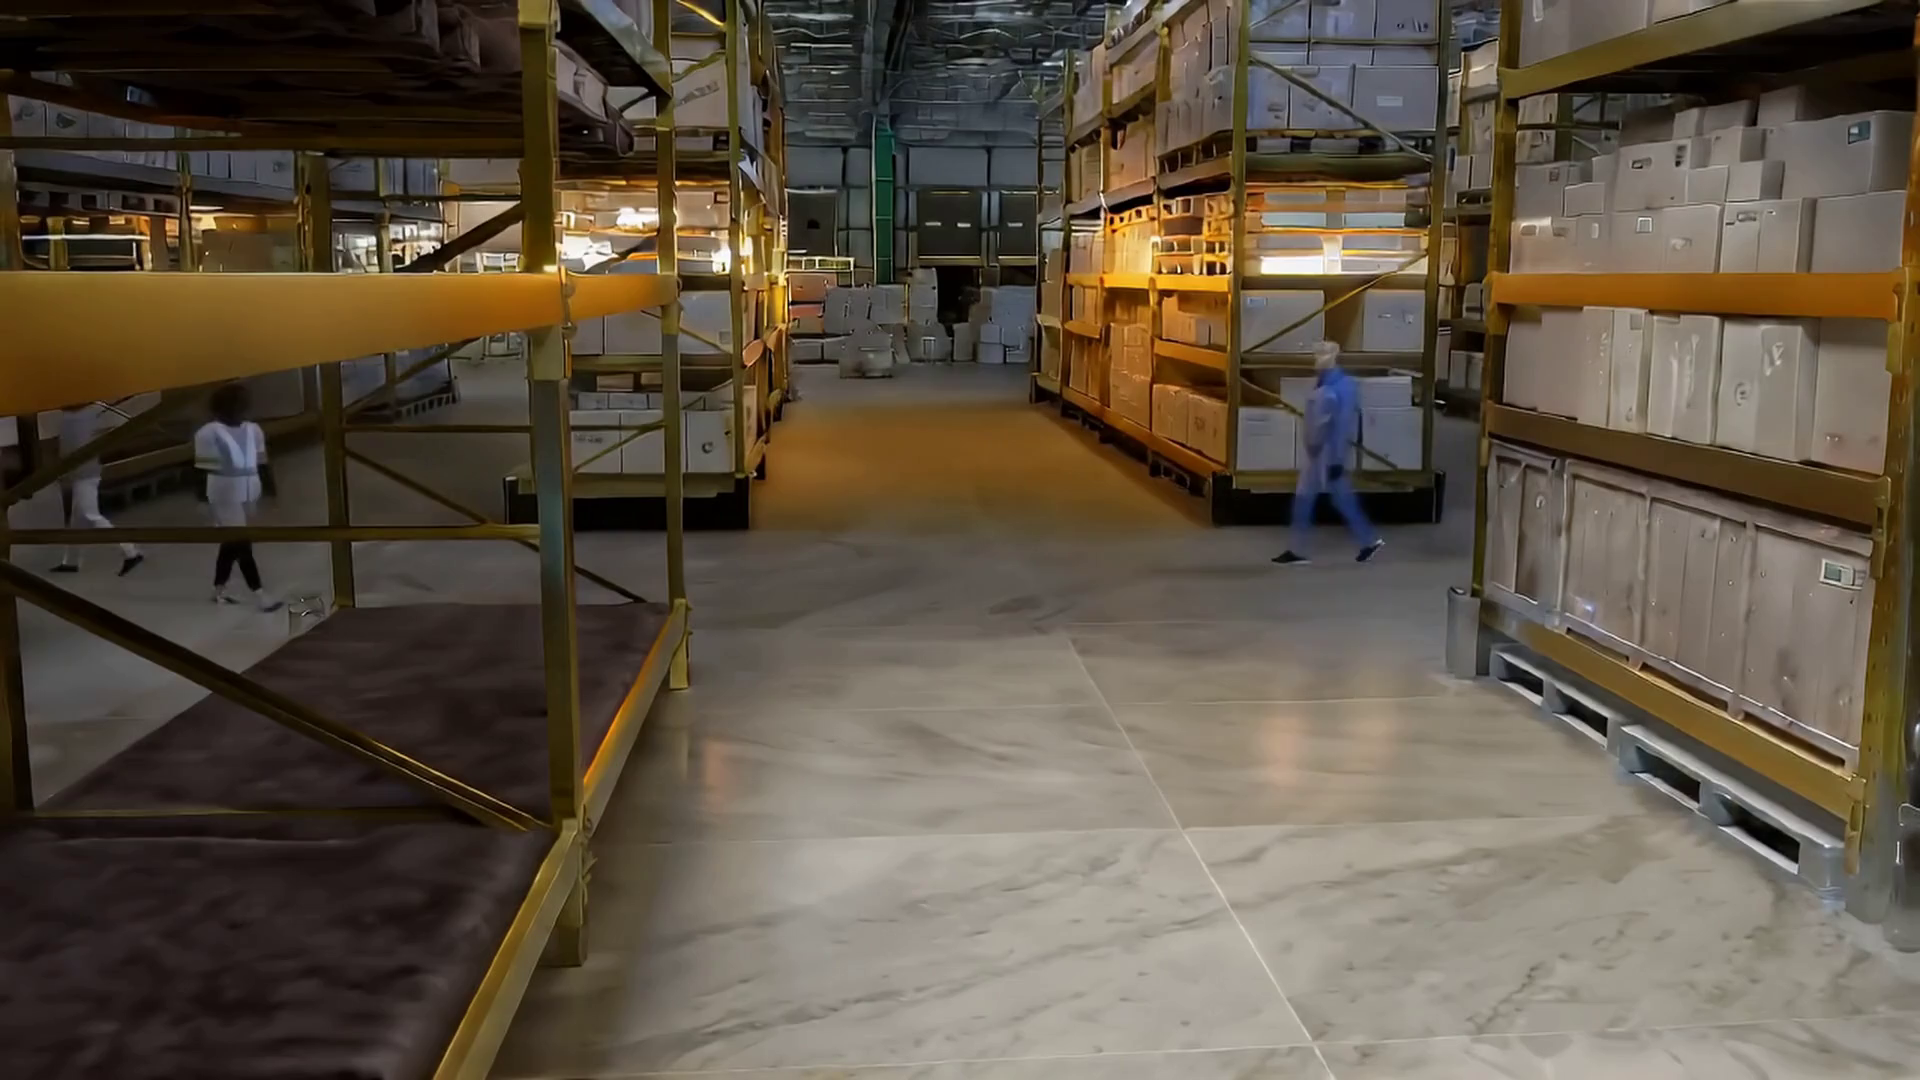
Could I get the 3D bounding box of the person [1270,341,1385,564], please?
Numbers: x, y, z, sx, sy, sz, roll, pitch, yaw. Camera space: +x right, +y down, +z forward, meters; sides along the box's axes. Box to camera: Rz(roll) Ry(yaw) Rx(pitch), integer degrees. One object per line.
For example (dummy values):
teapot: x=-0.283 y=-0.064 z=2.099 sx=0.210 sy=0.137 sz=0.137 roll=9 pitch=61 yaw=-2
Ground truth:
person: x=3.102 y=-0.717 z=13.800 sx=0.927 sy=1.875 sz=0.652 roll=-2 pitch=9 yaw=-15

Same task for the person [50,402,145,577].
person: x=-6.915 y=-0.492 z=13.236 sx=0.818 sy=1.600 sz=0.511 roll=0 pitch=9 yaw=3

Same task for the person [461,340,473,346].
person: x=-16.806 y=-7.508 z=56.355 sx=0.654 sy=1.902 sz=0.864 roll=3 pitch=9 yaw=17

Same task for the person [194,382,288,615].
person: x=-5.124 y=-0.300 z=11.845 sx=0.860 sy=1.644 sz=0.551 roll=4 pitch=10 yaw=26
